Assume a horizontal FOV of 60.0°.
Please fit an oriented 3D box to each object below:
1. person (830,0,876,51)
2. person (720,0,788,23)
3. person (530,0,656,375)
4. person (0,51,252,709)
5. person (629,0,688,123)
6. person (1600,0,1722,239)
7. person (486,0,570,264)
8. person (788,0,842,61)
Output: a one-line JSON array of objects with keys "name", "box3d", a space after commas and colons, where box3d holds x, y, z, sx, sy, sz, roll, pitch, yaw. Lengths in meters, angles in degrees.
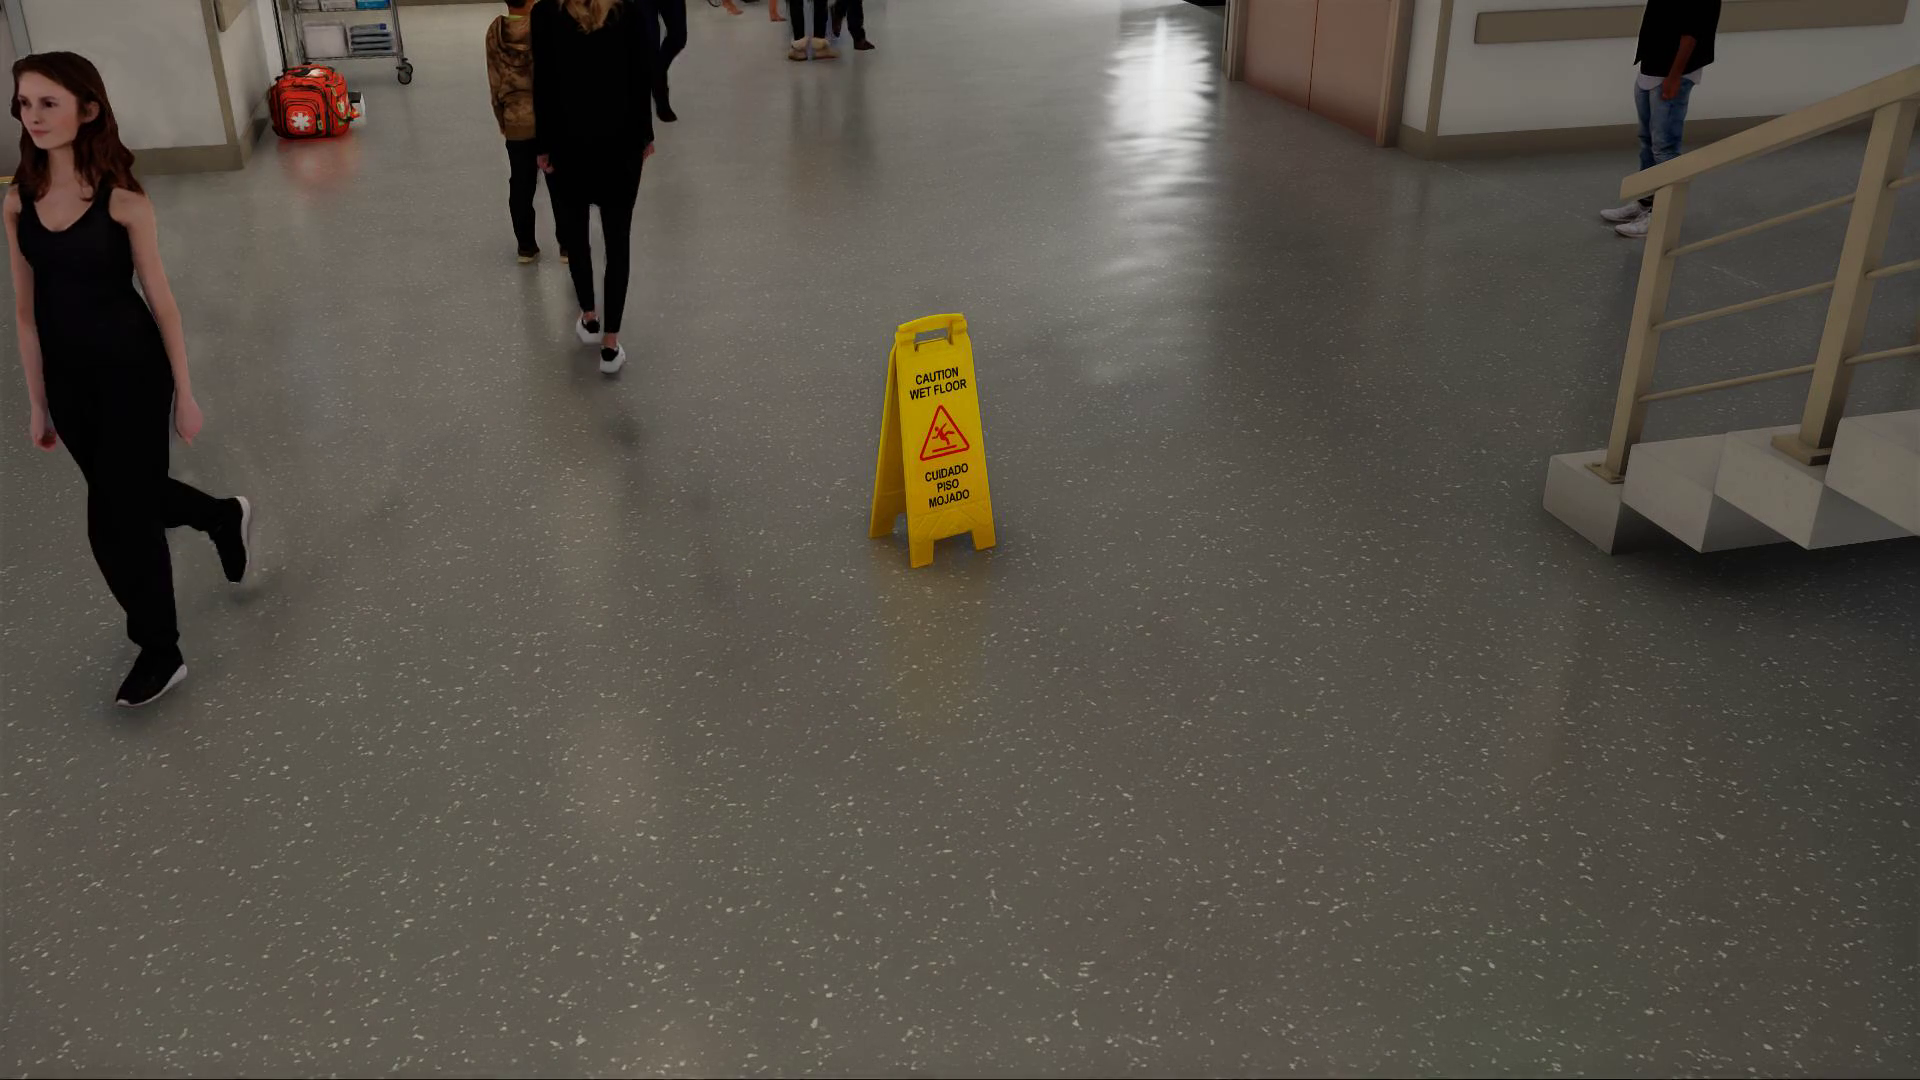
[{"name": "person", "box3d": [-0.943, -5.113, 14.084, 0.918, 1.830, 1.205, -16, 30, -30]}, {"name": "person", "box3d": [-1.960, -5.589, 15.374, 1.146, 1.568, 0.928, 23, 34, 38]}, {"name": "person", "box3d": [-1.471, -1.535, 6.726, 0.674, 1.777, 0.829, -5, 26, -10]}, {"name": "person", "box3d": [-2.255, -0.454, 4.547, 0.852, 1.722, 1.121, 3, 26, 7]}, {"name": "person", "box3d": [-2.140, -3.867, 11.480, 0.717, 1.848, 0.955, -12, 28, -23]}, {"name": "person", "box3d": [3.752, -2.528, 8.742, 0.830, 1.814, 0.676, 3, 26, 6]}, {"name": "person", "box3d": [-2.125, -2.107, 8.283, 0.643, 1.455, 0.662, 1, 26, 3]}, {"name": "person", "box3d": [-1.297, -4.771, 13.603, 0.778, 1.632, 0.770, -2, 26, -4]}]
